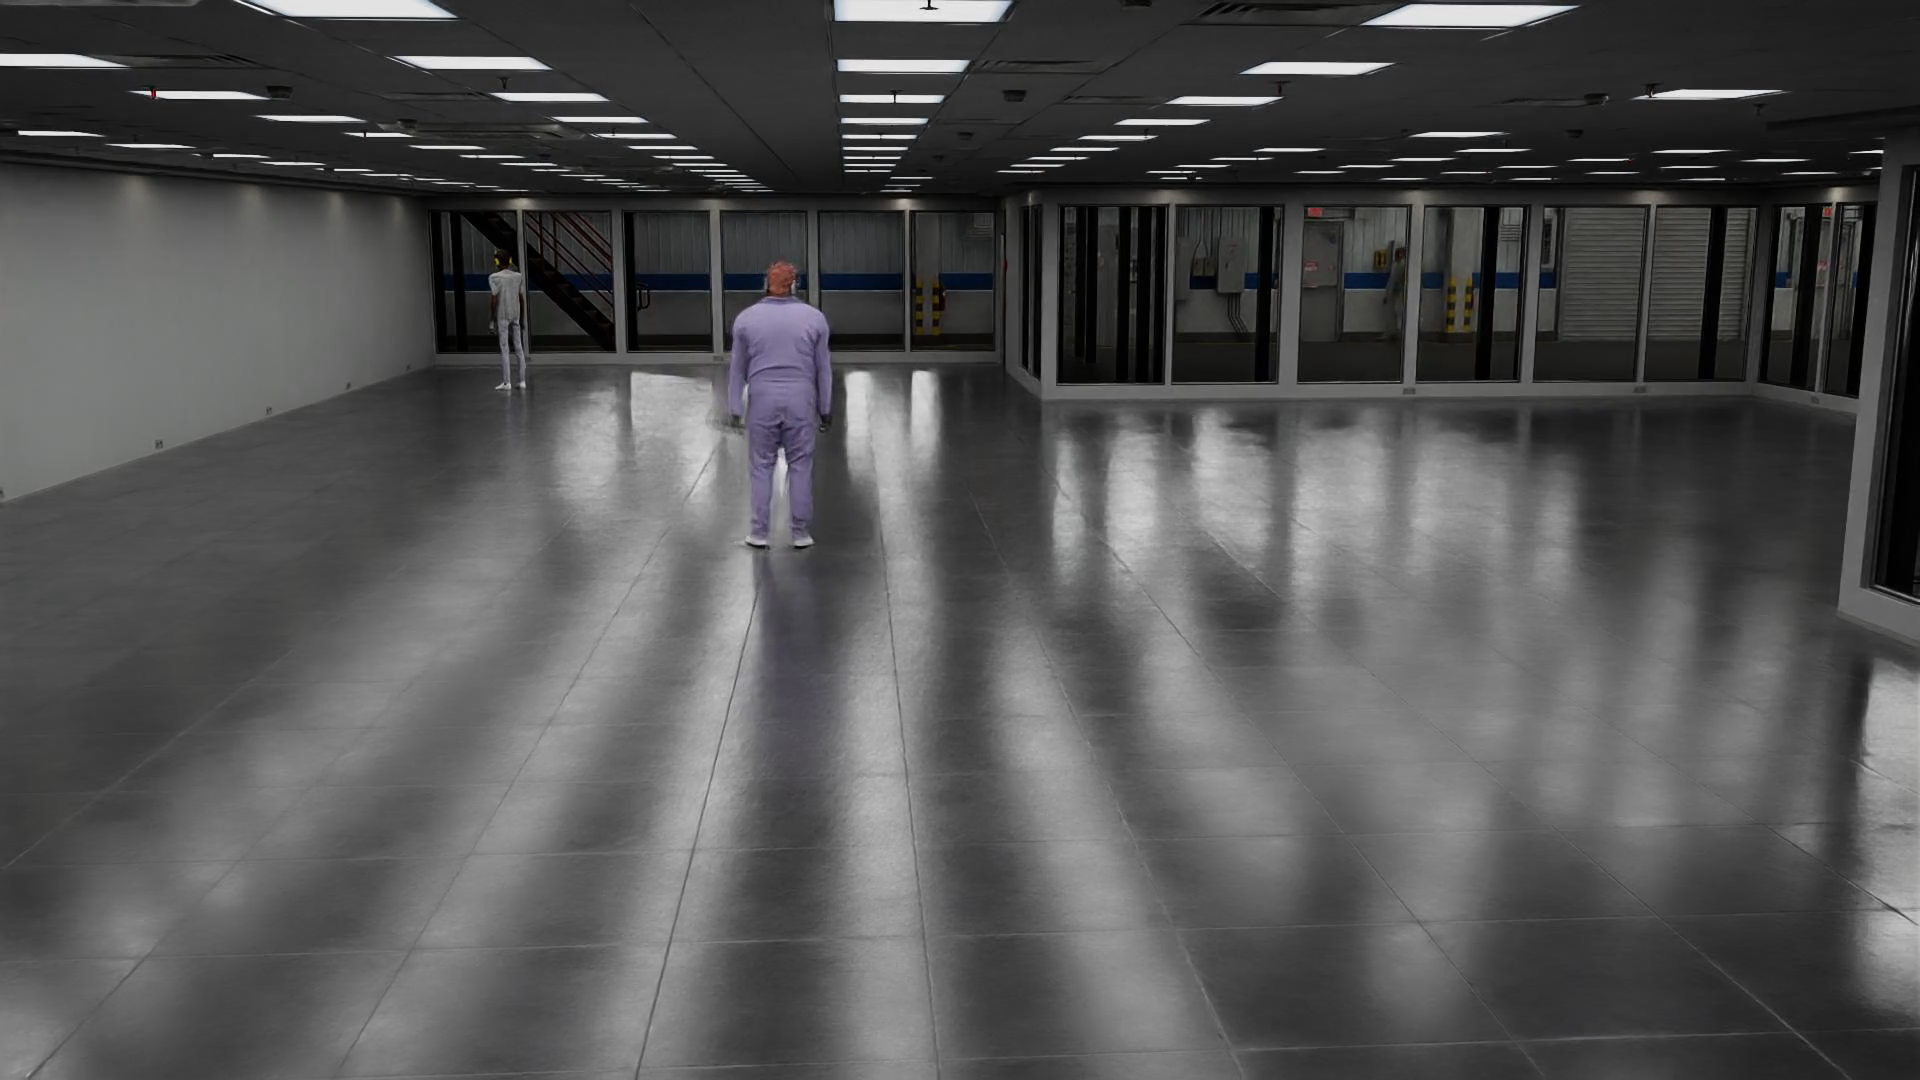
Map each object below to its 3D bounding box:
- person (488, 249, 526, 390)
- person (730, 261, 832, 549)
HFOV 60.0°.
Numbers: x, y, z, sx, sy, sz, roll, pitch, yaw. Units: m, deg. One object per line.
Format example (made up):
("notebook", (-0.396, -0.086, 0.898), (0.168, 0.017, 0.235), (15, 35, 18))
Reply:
("person", (-5.993, -2.909, 21.998), (0.520, 1.865, 0.327), (-10, 14, -42))
("person", (-1.178, -0.886, 11.009), (0.664, 1.897, 0.398), (-1, 11, -4))
